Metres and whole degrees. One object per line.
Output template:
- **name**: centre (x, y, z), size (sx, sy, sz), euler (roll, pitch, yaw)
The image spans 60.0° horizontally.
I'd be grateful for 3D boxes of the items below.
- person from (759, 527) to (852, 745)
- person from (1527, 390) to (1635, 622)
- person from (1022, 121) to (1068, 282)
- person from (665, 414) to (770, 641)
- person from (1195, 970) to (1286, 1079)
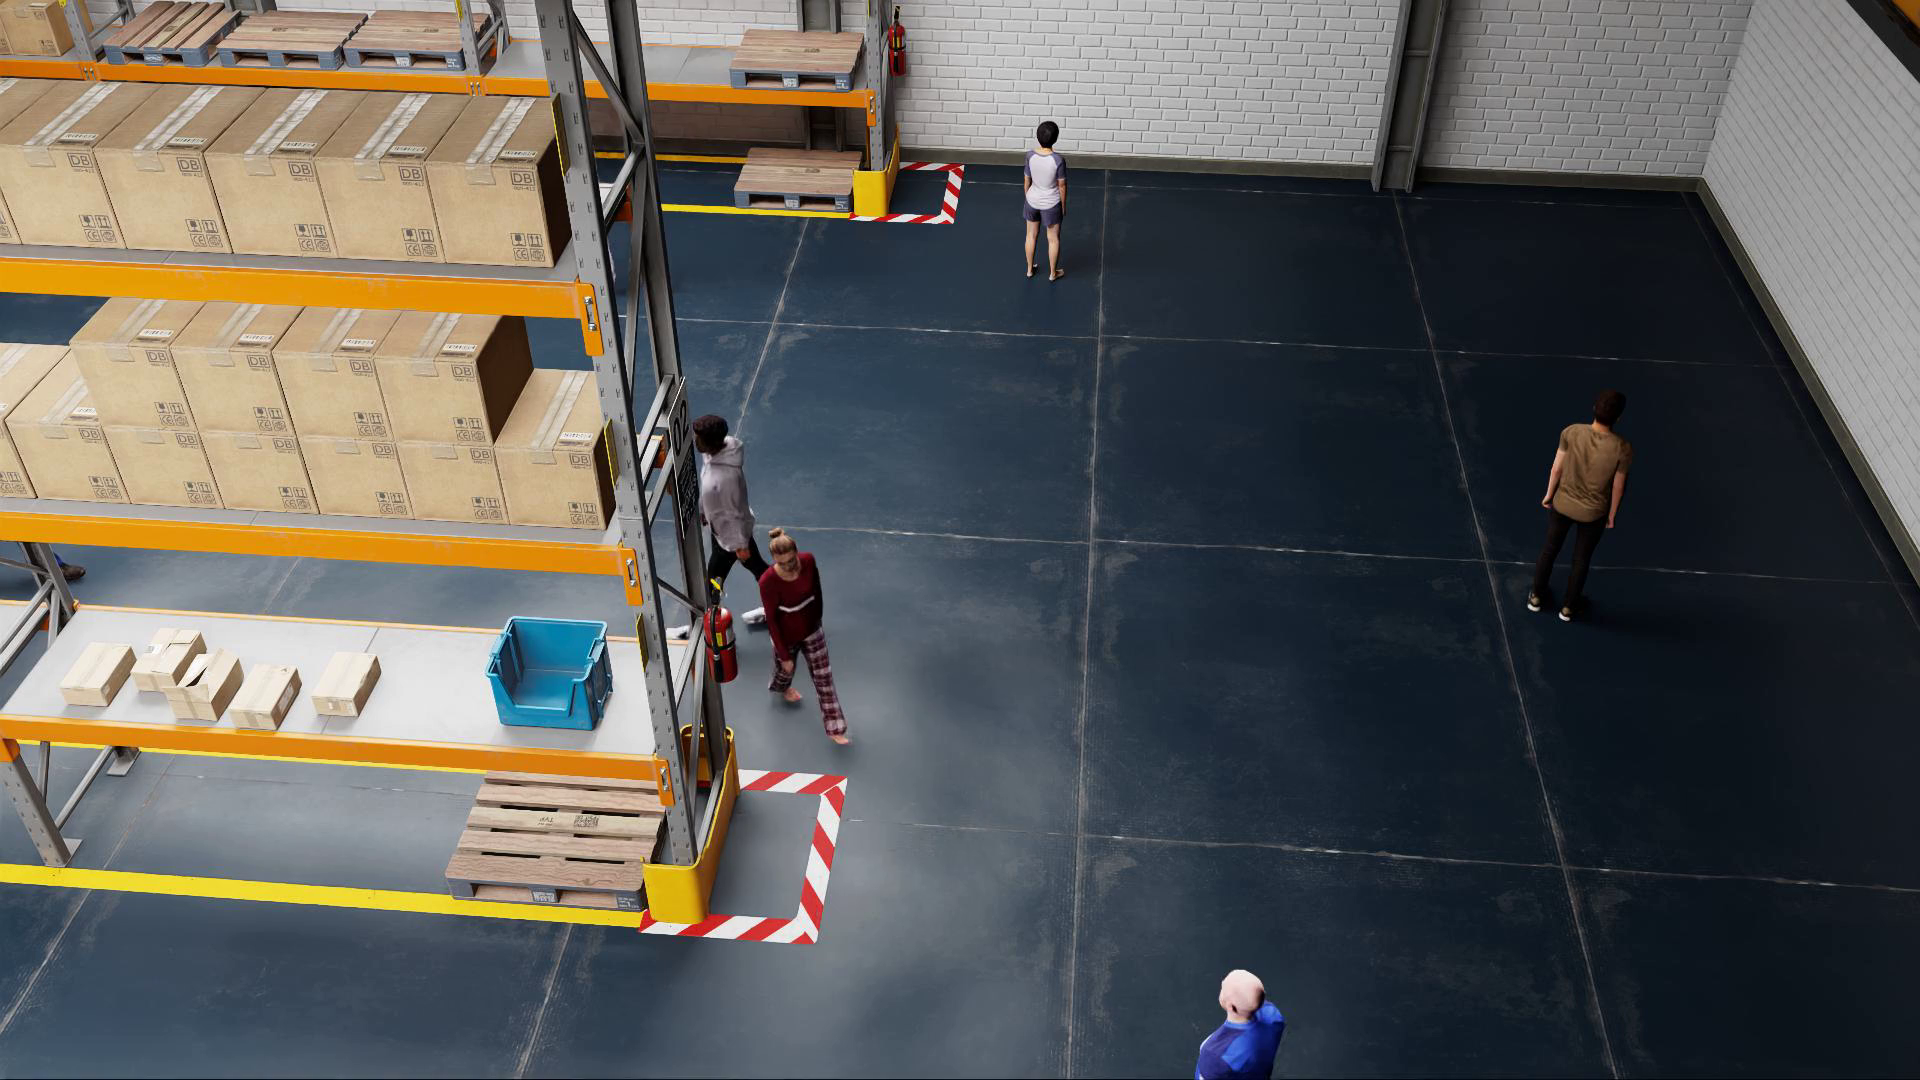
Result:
- **person**: centre (-1.120, 0.560, 10.801), size (1.091, 1.655, 1.156), euler (-30, 47, -32)
- **person**: centre (4.346, -0.249, 11.657), size (0.677, 1.851, 0.811), euler (22, 44, 25)
- **person**: centre (0.791, -3.181, 15.558), size (0.560, 1.565, 0.690), euler (15, 41, 18)
- **person**: centre (-1.469, -0.087, 11.433), size (1.266, 1.878, 1.004), euler (-10, 40, -12)
- **person**: centre (1.342, 2.758, 7.924), size (1.210, 1.811, 1.072), euler (28, 47, 31)
